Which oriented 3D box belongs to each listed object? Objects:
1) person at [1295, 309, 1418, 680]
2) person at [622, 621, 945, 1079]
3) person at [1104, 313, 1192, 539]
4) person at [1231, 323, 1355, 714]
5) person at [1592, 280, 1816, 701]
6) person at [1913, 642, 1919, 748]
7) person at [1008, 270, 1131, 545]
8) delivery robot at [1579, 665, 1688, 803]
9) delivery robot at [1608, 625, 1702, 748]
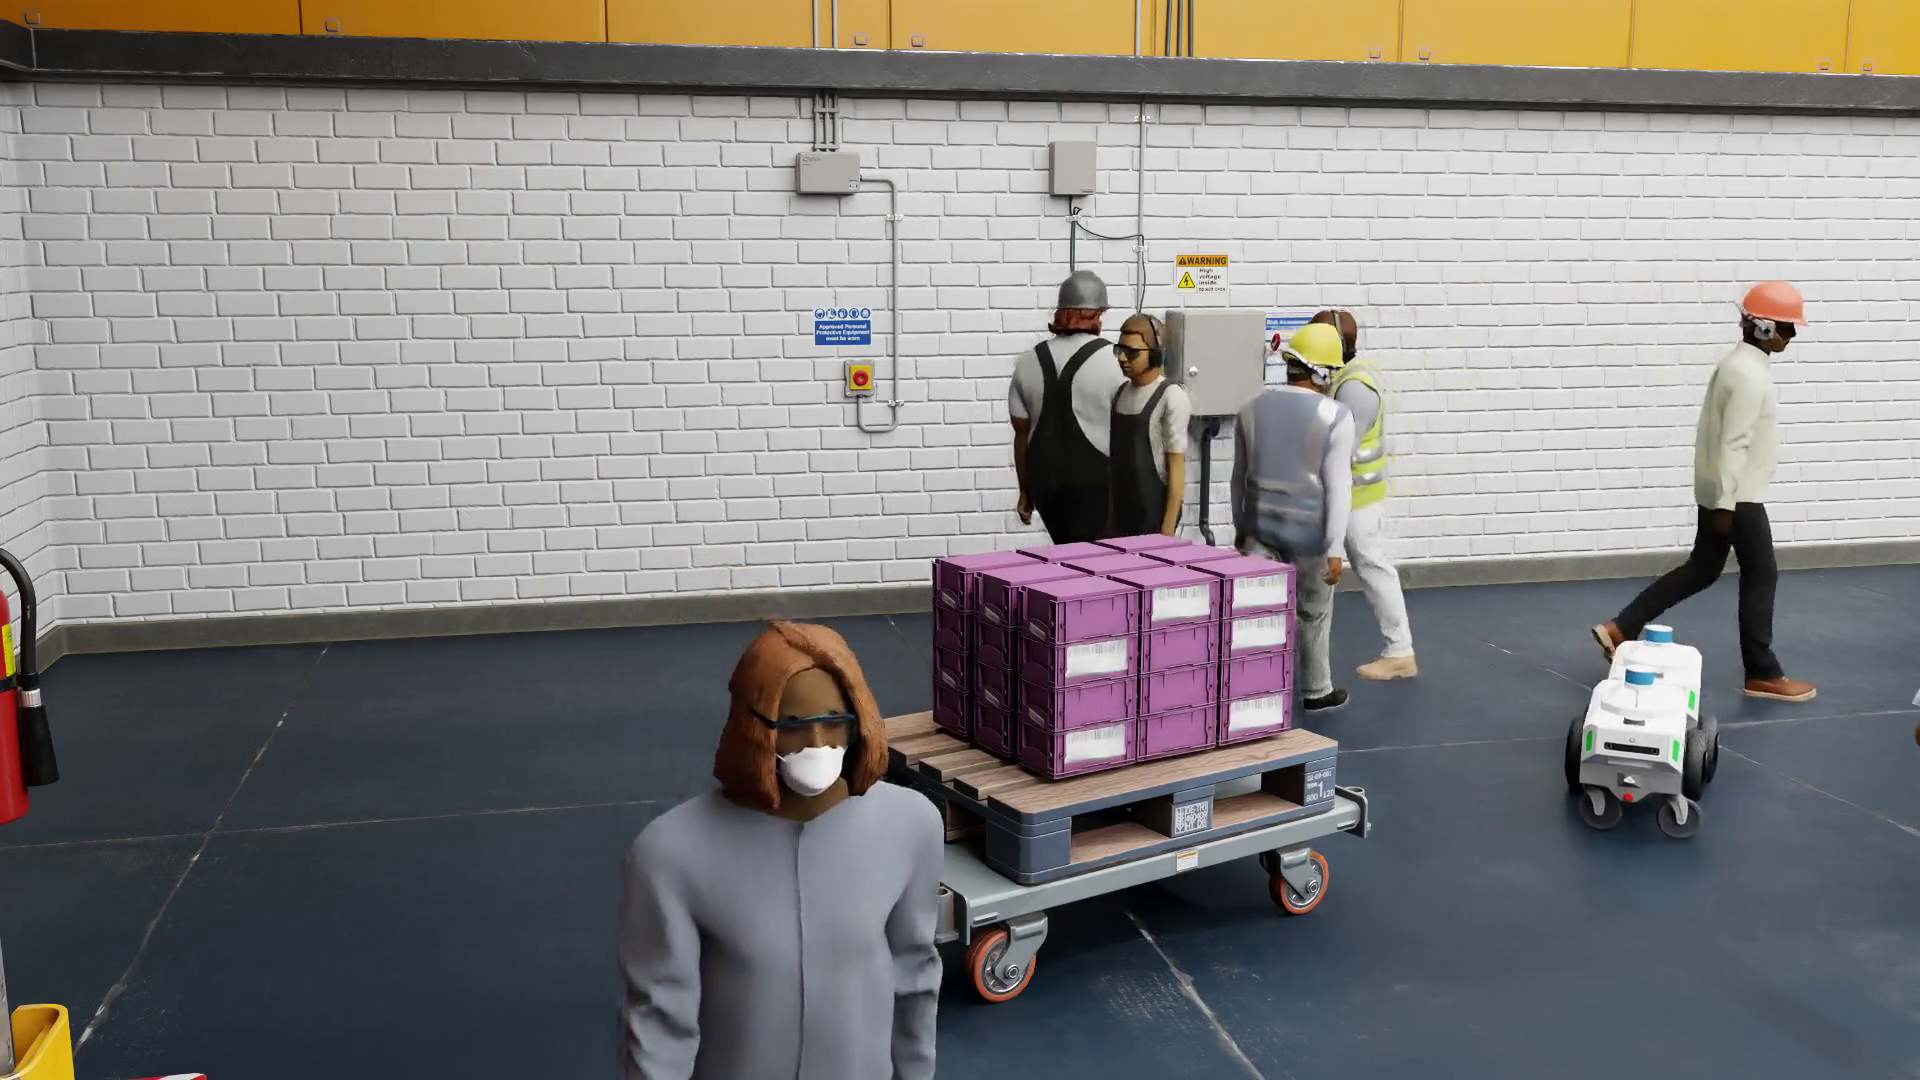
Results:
[{"bbox_3d":[1.792,-0.208,8.061,0.968,1.792,0.633,-1,10,-3],"label":"person"},{"bbox_3d":[-0.242,0.903,2.493,0.504,1.584,0.892,-3,11,-18],"label":"person"},{"bbox_3d":[0.870,-0.096,7.378,0.644,1.822,0.527,-6,12,-28],"label":"person"},{"bbox_3d":[1.413,-0.046,7.214,0.625,1.785,0.919,9,13,40],"label":"person"},{"bbox_3d":[3.524,-0.232,7.759,0.915,1.957,0.637,3,11,16],"label":"person"},{"bbox_3d":[3.230,0.260,5.107,0.477,1.923,0.567,-5,11,-26],"label":"person"},{"bbox_3d":[0.543,-0.305,7.922,0.690,2.000,0.944,8,13,37],"label":"person"},{"bbox_3d":[2.507,0.707,6.169,0.477,0.478,0.707,5,11,24],"label":"delivery robot"},{"bbox_3d":[2.846,0.592,6.809,0.477,0.478,0.707,5,11,24],"label":"delivery robot"}]
